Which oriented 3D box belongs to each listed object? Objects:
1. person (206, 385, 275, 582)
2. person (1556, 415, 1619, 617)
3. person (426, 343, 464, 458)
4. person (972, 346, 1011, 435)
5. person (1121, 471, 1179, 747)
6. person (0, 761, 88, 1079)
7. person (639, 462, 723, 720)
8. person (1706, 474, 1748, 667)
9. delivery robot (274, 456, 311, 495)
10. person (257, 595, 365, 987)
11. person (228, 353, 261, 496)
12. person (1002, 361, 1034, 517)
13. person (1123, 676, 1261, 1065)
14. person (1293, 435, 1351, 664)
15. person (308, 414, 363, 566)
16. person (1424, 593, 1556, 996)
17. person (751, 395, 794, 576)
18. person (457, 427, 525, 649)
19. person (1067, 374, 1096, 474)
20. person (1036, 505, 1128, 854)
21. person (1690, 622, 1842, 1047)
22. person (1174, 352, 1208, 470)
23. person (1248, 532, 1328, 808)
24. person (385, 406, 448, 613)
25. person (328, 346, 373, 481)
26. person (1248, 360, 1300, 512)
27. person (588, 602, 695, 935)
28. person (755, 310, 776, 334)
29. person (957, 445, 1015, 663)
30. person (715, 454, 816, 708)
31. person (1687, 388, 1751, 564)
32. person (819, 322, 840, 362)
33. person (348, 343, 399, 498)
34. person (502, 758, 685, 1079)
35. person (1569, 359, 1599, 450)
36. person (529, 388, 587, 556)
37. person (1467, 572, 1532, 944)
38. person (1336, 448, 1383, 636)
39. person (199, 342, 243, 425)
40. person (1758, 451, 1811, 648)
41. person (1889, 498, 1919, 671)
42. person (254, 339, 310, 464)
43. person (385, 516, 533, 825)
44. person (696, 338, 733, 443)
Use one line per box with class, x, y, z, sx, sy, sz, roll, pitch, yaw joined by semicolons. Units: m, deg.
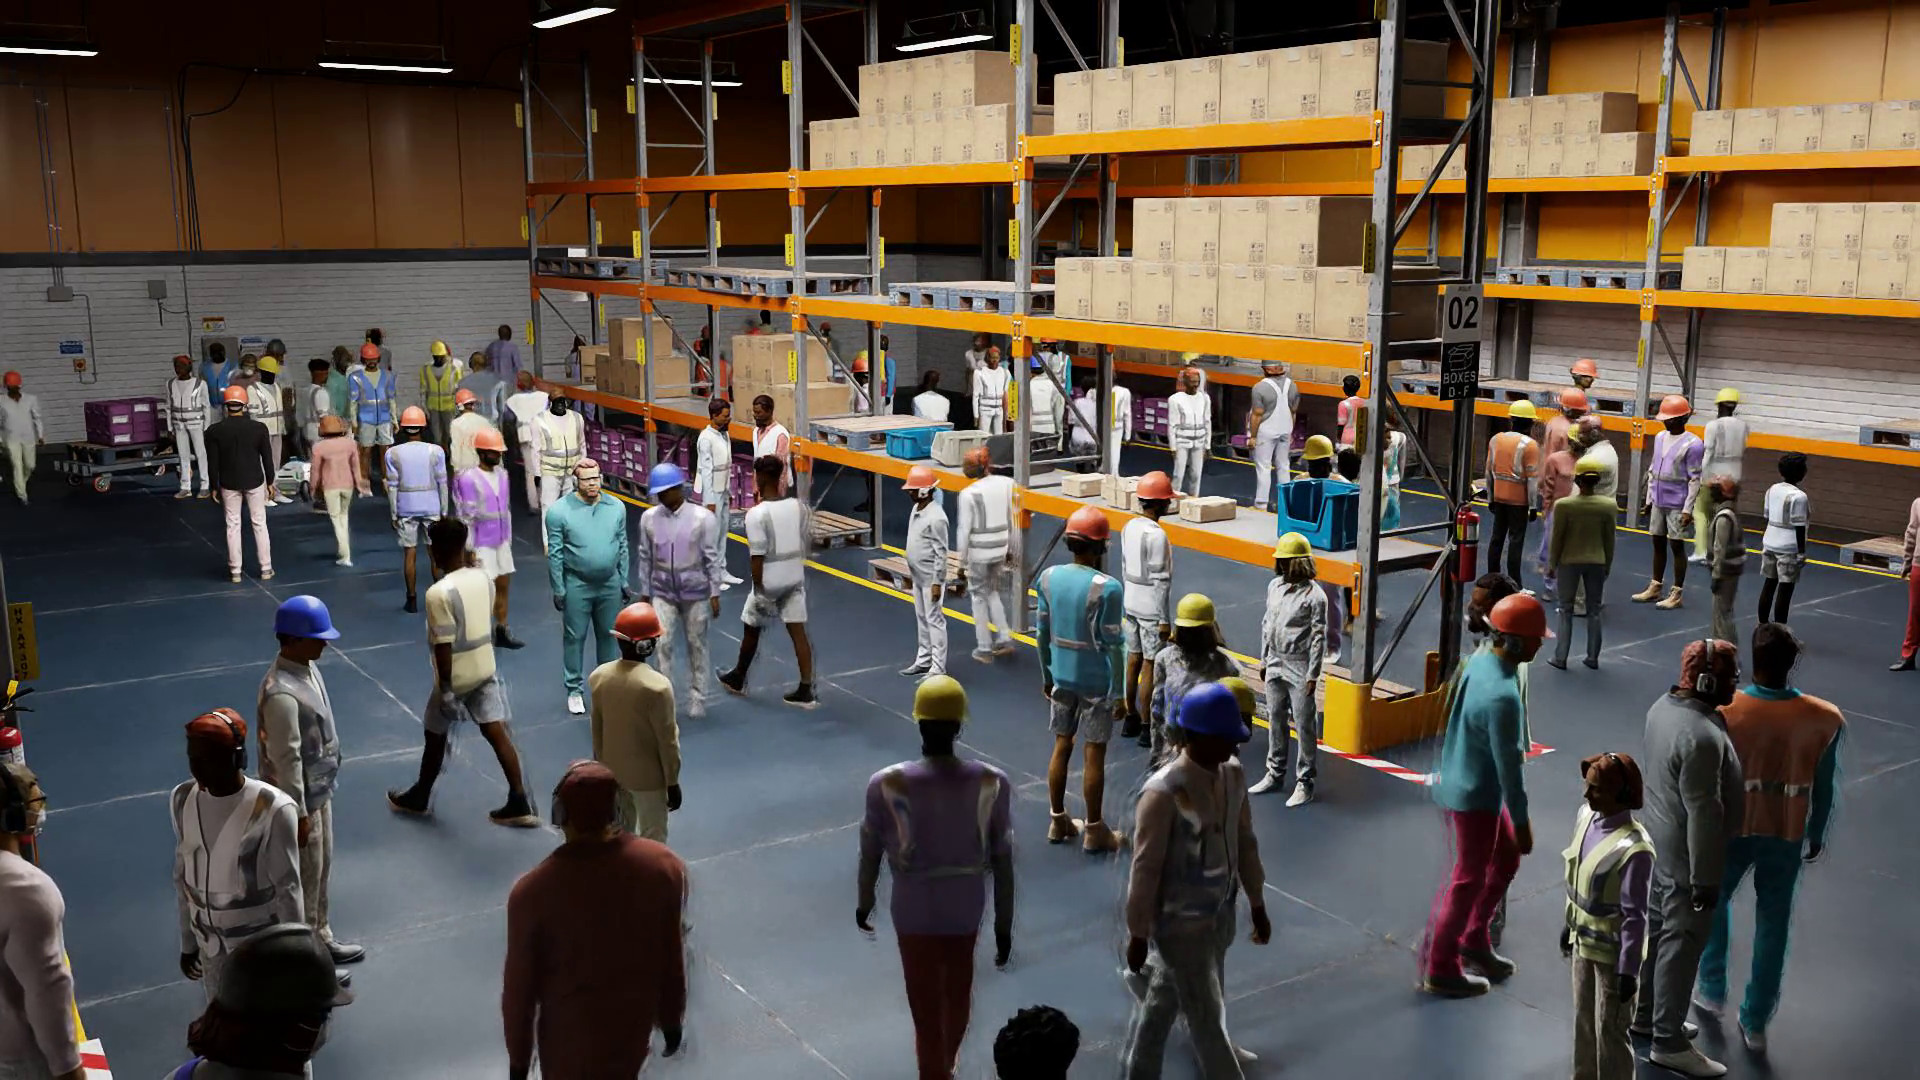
person;-7.293;-0.571;16.891;0.623;1.993;0.385;-5;12;-26
person;5.818;-0.216;15.363;0.471;1.882;0.690;6;13;28
person;-7.769;-2.082;25.157;0.574;1.791;0.964;-3;11;-15
person;0.450;-1.784;23.381;0.585;1.882;0.337;-4;12;-20
person;1.336;0.479;11.660;0.363;1.939;0.542;-4;12;-20
person;-3.154;1.679;5.565;0.630;1.933;0.368;8;14;35
person;-2.041;0.381;12.196;0.678;1.932;0.423;2;11;9
person;6.215;0.274;13.503;0.382;1.628;0.589;7;13;32
delivery robot;-8.723;-0.854;21.796;0.477;0.478;0.707;-1;11;-4
person;-3.133;1.207;7.967;0.420;1.932;0.618;-2;11;-12
person;-9.286;-1.495;21.836;0.728;1.923;0.399;3;11;14
person;0.707;-1.221;20.292;0.367;1.966;0.607;4;12;18
person;1.036;1.434;7.329;0.579;1.716;0.521;4;12;20
person;2.966;0.078;13.783;0.584;1.918;0.409;10;15;42
person;-6.679;-0.543;17.701;0.644;1.607;0.531;10;15;42
person;2.520;1.206;7.874;0.629;1.964;0.664;1;11;5
person;-1.921;-0.527;16.903;0.410;1.908;0.598;-7;13;-34
person;-4.063;-0.012;14.221;0.590;1.923;0.569;6;12;27
person;1.635;-1.271;21.262;0.532;1.682;0.506;-1;11;-4
person;0.735;0.808;9.713;0.615;2.041;0.378;10;15;41
person;3.625;1.299;7.547;0.586;1.900;0.656;4;12;18
person;3.341;-1.887;24.067;0.608;1.821;0.545;-10;15;-43
person;2.075;0.808;10.483;0.297;1.744;0.487;-8;14;-36
person;-5.067;-0.283;15.565;0.545;1.938;0.360;-4;12;-19
person;-8.522;-1.780;23.382;0.725;1.879;1.028;-6;13;-28
person;3.843;-1.340;20.711;0.688;2.000;0.536;-6;12;-27
person;-1.637;1.181;8.541;0.564;1.753;0.336;8;13;35
person;-3.723;-3.461;31.877;0.596;1.918;0.384;9;14;38
person;0.190;0.124;13.732;0.633;1.850;0.417;-9;14;-39
person;-1.449;0.297;12.663;1.006;1.905;0.622;10;15;42
person;8.042;-0.647;17.585;0.619;1.884;0.508;-3;11;-16
person;-2.476;-3.261;31.438;0.857;1.701;0.577;9;14;38
person;-7.714;-1.580;21.934;0.616;2.041;0.379;-8;13;-34
person;-1.220;1.684;5.713;0.648;1.871;0.895;-9;14;-40
person;7.213;-1.097;19.468;0.395;2.040;0.609;3;12;16
person;-4.370;-0.752;18.213;0.634;1.841;0.429;-7;13;-32
person;2.710;1.106;8.498;0.379;1.920;0.596;5;12;26
person;3.453;0.024;14.632;0.349;1.683;0.531;10;15;42
person;-10.948;-2.012;24.668;0.633;1.840;0.429;-2;11;-10
person;7.117;0.077;14.338;0.318;1.699;0.535;-1;11;-5
person;7.842;0.232;13.366;0.317;1.769;0.522;-9;14;-37
person;-9.470;-1.823;23.183;0.701;2.000;1.035;4;12;19
person;-3.052;0.795;10.118;1.025;1.909;0.625;4;12;21
person;-3.553;-1.962;24.082;0.606;1.967;0.367;-10;15;-40
